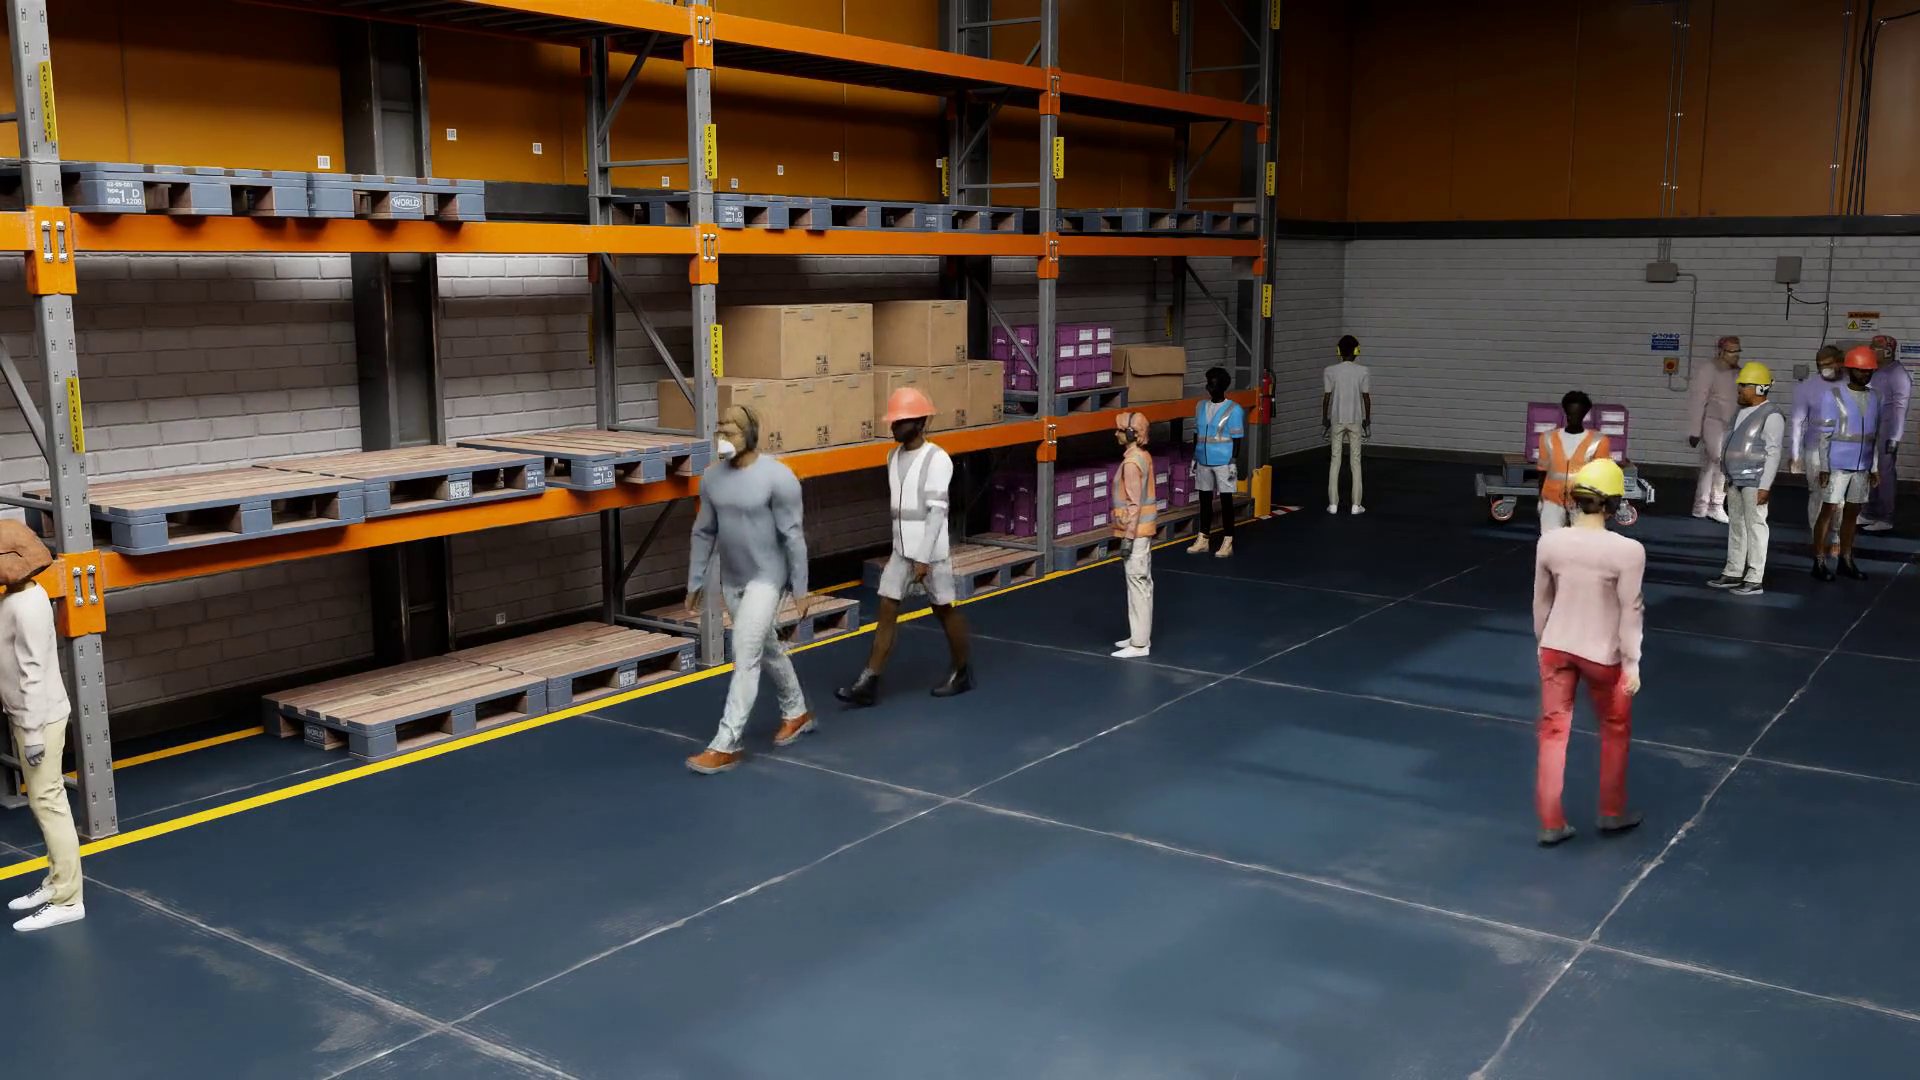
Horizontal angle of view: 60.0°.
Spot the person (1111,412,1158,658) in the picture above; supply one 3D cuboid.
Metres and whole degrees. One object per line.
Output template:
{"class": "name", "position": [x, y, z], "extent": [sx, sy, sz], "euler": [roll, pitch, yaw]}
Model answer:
{"class": "person", "position": [1.153, -0.033, 11.028], "extent": [0.315, 1.640, 0.515], "euler": [2, 10, 13]}

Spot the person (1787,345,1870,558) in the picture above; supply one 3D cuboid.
{"class": "person", "position": [7.600, -0.764, 14.599], "extent": [0.640, 1.896, 0.578], "euler": [4, 10, 25]}

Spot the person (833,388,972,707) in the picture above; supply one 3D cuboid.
{"class": "person", "position": [-0.295, 0.049, 9.817], "extent": [0.977, 1.883, 0.552], "euler": [-9, 13, -44]}

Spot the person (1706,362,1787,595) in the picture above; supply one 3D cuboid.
{"class": "person", "position": [6.221, -0.486, 13.149], "extent": [0.403, 1.835, 0.588], "euler": [-1, 10, -6]}

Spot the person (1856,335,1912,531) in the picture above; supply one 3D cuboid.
{"class": "person", "position": [8.954, -1.042, 16.244], "extent": [0.399, 1.907, 0.644], "euler": [0, 10, 3]}

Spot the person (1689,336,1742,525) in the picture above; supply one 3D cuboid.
{"class": "person", "position": [7.688, -1.101, 16.687], "extent": [0.633, 1.876, 0.676], "euler": [-7, 12, -37]}

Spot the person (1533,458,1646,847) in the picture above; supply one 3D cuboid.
{"class": "person", "position": [2.883, 0.496, 7.536], "extent": [0.711, 1.741, 0.547], "euler": [-9, 13, -43]}

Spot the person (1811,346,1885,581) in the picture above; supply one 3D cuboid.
{"class": "person", "position": [7.314, -0.624, 13.660], "extent": [0.545, 1.939, 0.374], "euler": [-1, 10, -7]}

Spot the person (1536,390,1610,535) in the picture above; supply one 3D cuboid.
{"class": "person", "position": [4.636, -0.307, 12.576], "extent": [0.535, 1.676, 0.681], "euler": [6, 11, 31]}

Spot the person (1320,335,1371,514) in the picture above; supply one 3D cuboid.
{"class": "person", "position": [4.012, -1.196, 17.291], "extent": [0.521, 1.865, 0.328], "euler": [3, 10, 17]}

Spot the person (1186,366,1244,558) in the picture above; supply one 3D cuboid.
{"class": "person", "position": [2.272, -0.694, 14.795], "extent": [0.534, 1.698, 0.318], "euler": [9, 13, 44]}

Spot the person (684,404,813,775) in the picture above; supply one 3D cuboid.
{"class": "person", "position": [-1.096, 0.227, 8.741], "extent": [0.646, 1.894, 1.005], "euler": [7, 12, 37]}

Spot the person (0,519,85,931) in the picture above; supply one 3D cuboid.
{"class": "person", "position": [-3.673, 0.721, 6.580], "extent": [0.277, 1.629, 0.496], "euler": [-6, 11, -33]}
